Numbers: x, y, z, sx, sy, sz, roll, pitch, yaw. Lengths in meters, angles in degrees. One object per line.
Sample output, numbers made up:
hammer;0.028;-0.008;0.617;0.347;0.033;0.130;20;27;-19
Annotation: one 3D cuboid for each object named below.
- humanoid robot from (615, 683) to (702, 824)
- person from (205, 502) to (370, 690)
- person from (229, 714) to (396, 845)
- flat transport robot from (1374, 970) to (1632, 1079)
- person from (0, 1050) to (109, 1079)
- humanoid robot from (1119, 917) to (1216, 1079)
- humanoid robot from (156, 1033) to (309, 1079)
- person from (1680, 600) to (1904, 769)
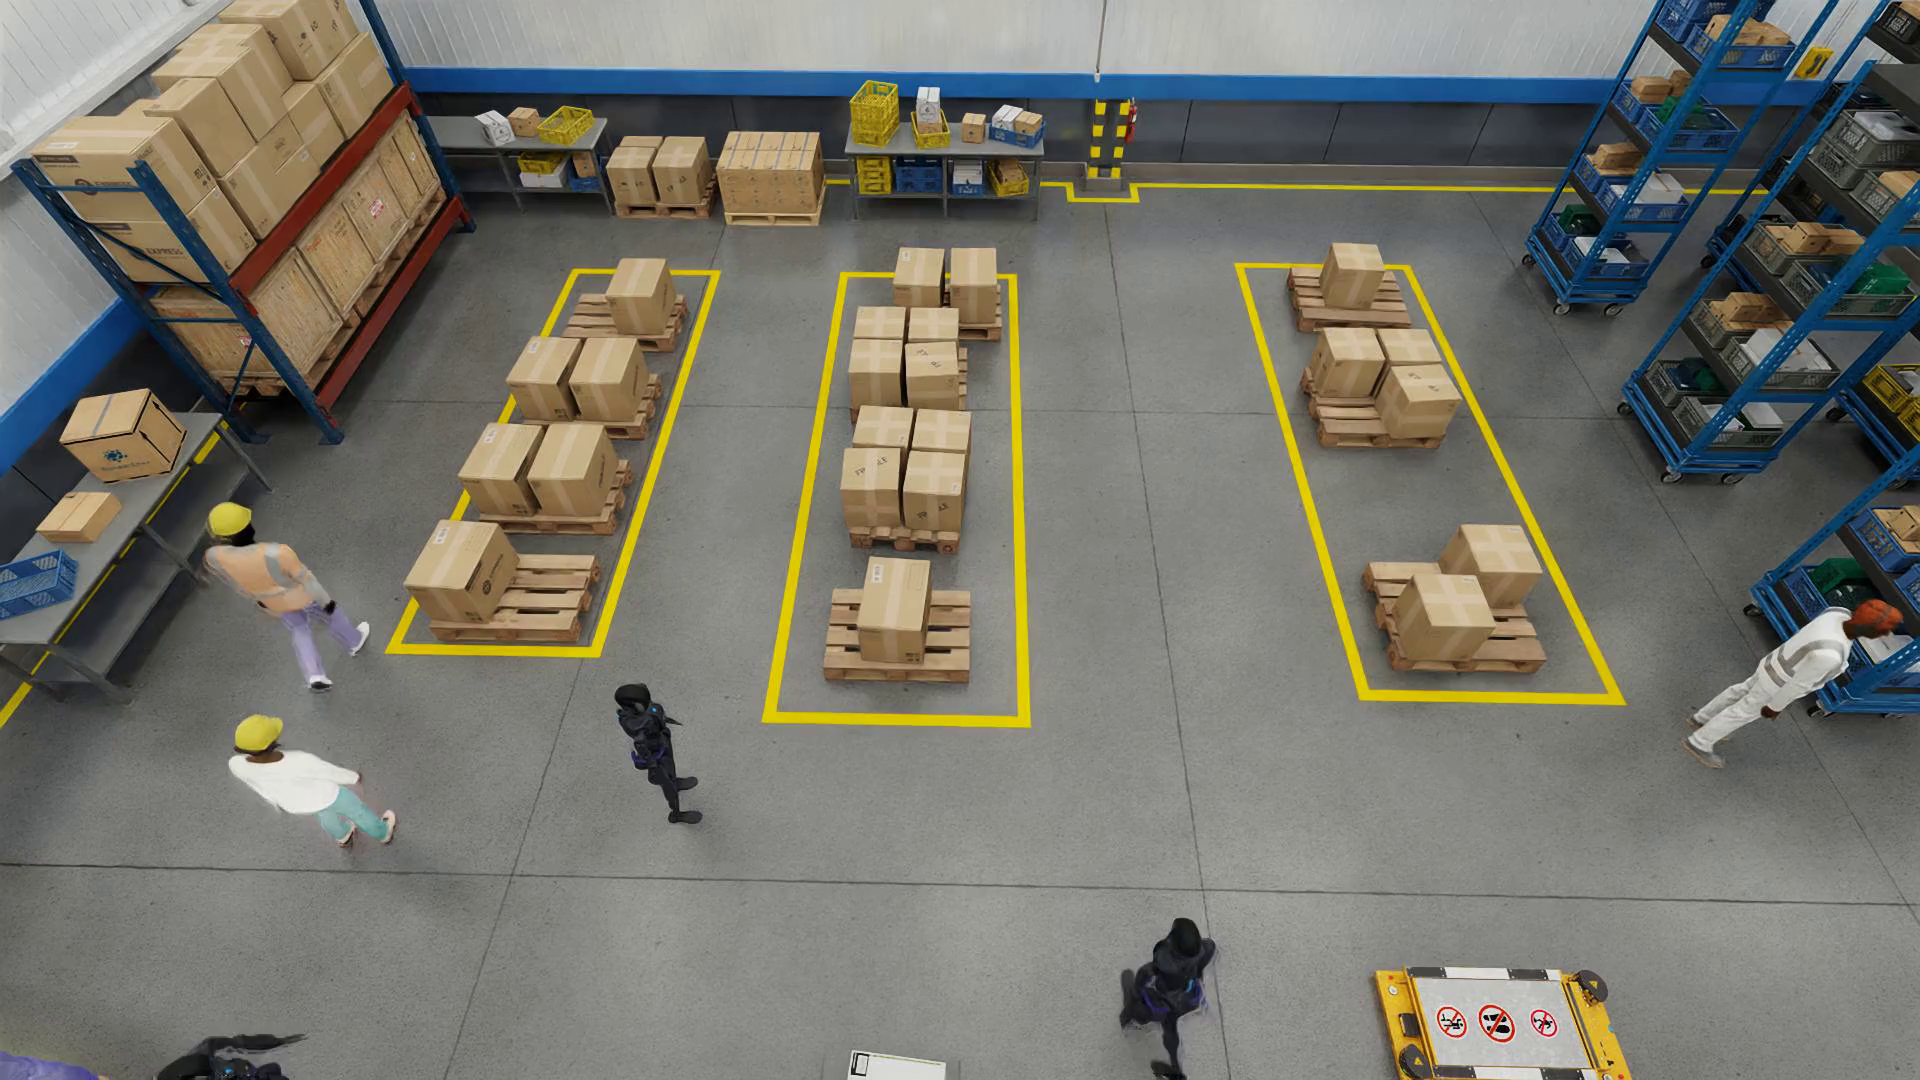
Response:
humanoid robot;-2.092;1.460;6.379;0.315;1.656;0.610;-12;52;-9
person;-5.192;0.441;7.068;0.593;1.900;0.691;-8;51;-7
person;-4.340;1.659;6.171;0.534;1.748;0.399;-2;51;-2
flat transport robot;3.501;3.133;5.914;1.431;0.197;0.652;1;51;1
person;-5.501;2.998;4.900;0.537;2.000;0.675;-14;52;-11
humanoid robot;1.242;2.715;5.393;0.590;1.618;0.727;-12;52;-10
humanoid robot;-3.801;3.049;5.090;0.445;1.650;0.596;-32;58;-23
person;5.934;1.015;6.616;0.337;1.880;0.582;31;57;23
